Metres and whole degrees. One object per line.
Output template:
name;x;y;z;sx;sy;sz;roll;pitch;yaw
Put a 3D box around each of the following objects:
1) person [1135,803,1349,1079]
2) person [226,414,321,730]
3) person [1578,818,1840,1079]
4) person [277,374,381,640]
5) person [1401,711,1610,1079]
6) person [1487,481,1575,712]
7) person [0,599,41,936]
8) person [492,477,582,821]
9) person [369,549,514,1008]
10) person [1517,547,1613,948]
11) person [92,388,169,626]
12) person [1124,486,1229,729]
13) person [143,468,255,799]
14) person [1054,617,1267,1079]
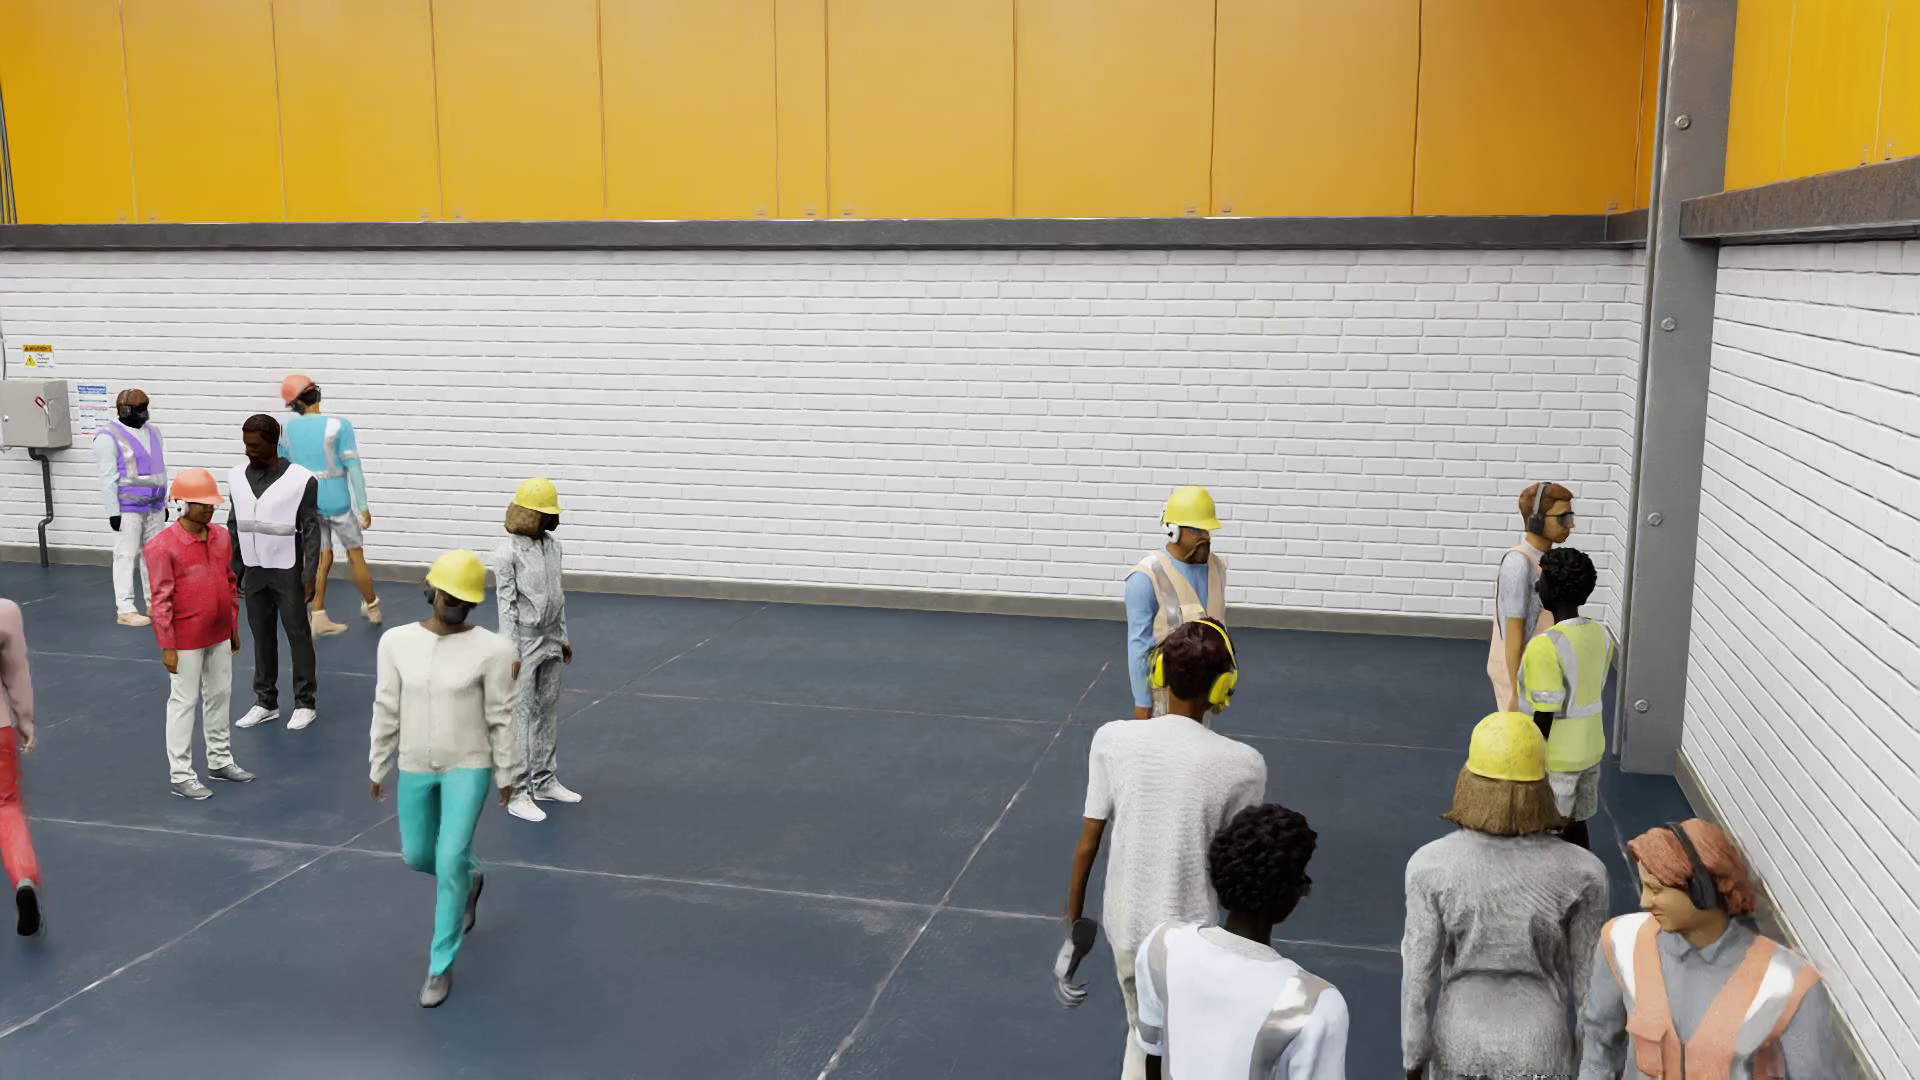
person;0.600;1.394;3.609;0.541;1.686;0.320;9;13;43
person;-4.134;0.187;10.049;0.587;1.914;0.390;2;10;11
person;1.656;1.400;3.763;0.425;1.624;0.731;-9;14;-44
person;-4.756;-0.266;12.542;0.682;1.990;0.677;1;10;4
person;1.364;1.276;4.190;0.505;1.718;0.735;4;10;20
person;2.576;0.648;7.535;0.339;1.843;0.512;7;12;34
person;-4.142;0.802;6.945;0.530;1.740;0.757;-8;13;-40
person;-2.148;0.542;8.476;0.305;1.737;0.484;4;10;22
person;-2.014;0.877;6.525;0.547;1.717;0.723;0;10;2
person;2.396;0.869;6.669;0.541;1.695;0.316;-9;13;-44
person;-6.380;-0.259;12.911;0.429;1.835;0.629;3;10;16
person;1.005;0.653;7.585;0.591;1.823;0.404;-8;12;-39
person;-4.007;0.484;8.800;0.353;1.743;0.571;3;10;18
person;0.574;1.135;4.699;0.534;1.825;0.764;5;11;25
